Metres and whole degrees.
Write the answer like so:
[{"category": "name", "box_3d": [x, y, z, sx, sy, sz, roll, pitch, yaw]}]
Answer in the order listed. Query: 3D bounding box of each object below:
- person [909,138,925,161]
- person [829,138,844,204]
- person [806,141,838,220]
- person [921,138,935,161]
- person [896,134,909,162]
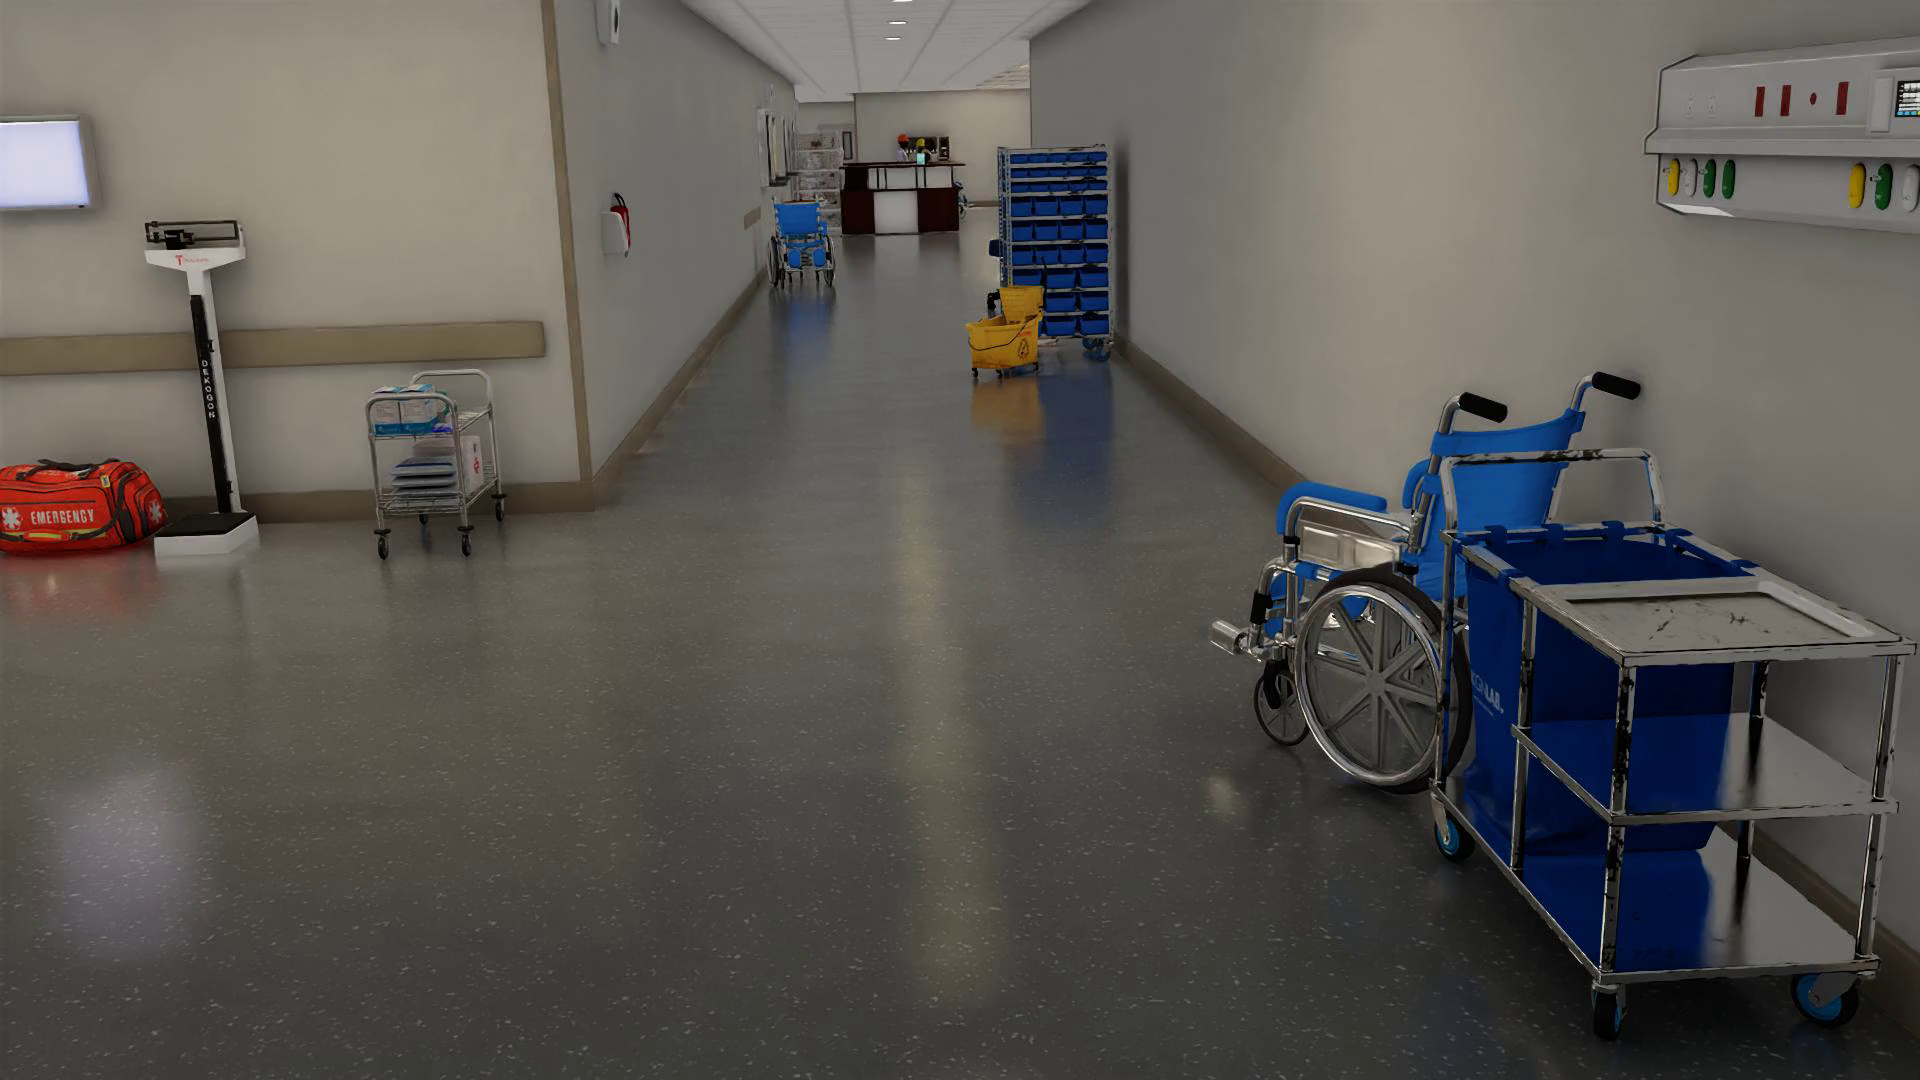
[{"category": "person", "box_3d": [-0.909, -8.621, 39.587, 0.598, 1.824, 0.403, -4, 14, -8]}, {"category": "person", "box_3d": [-3.637, -10.829, 48.796, 0.407, 1.910, 0.638, 4, 15, 22]}, {"category": "person", "box_3d": [-3.248, -8.319, 38.569, 0.990, 1.833, 0.575, -1, 14, 2]}, {"category": "person", "box_3d": [-0.724, -8.460, 38.888, 0.431, 1.834, 0.625, 0, 14, 8]}, {"category": "person", "box_3d": [-1.376, -8.927, 40.646, 0.360, 1.939, 0.543, 0, 14, 5]}]
